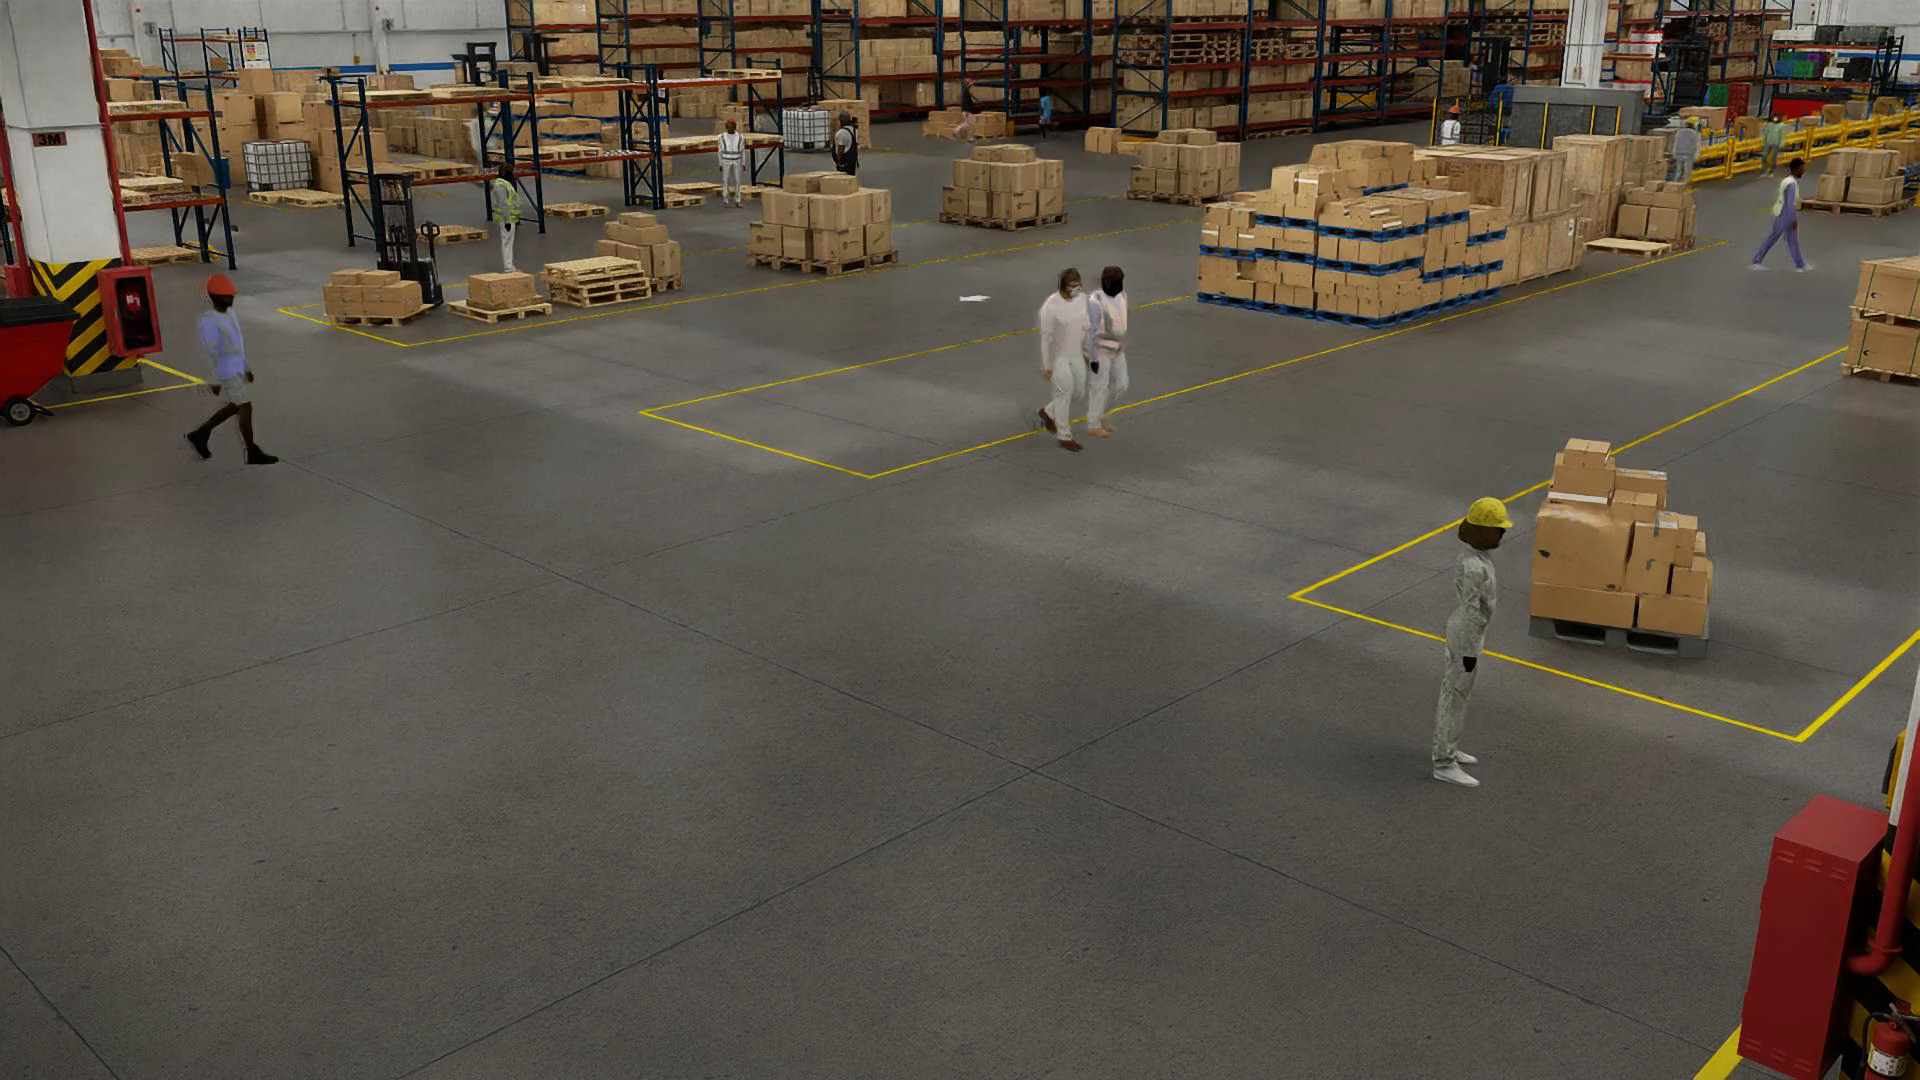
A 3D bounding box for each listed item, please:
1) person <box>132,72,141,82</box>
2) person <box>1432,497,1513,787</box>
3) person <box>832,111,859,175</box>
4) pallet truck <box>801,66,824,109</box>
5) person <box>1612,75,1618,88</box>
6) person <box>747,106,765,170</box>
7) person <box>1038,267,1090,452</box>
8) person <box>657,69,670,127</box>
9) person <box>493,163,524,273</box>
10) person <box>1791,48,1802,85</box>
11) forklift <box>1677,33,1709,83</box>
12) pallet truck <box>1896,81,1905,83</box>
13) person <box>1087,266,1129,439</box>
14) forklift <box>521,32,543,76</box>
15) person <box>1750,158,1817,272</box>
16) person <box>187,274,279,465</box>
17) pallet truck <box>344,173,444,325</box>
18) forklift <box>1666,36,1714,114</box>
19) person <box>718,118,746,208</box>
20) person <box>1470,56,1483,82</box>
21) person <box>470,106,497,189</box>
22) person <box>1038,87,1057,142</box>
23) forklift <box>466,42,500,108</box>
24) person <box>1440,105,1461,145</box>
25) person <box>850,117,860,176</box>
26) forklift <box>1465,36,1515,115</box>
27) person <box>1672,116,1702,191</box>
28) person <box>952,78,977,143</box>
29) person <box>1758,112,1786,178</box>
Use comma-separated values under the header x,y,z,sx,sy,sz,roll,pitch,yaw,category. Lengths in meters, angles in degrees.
x,y,z,sx,sy,sz,roll,pitch,yaw,category
-27.093,-14.432,54.775,0.554,1.923,0.571,8,20,22,person
3.019,0.580,9.810,0.324,1.743,0.490,5,19,16,person
-2.496,-8.200,35.798,0.538,2.000,0.686,9,21,26,person
-4.812,-15.182,56.903,0.823,1.965,1.885,-9,21,-26,pallet truck
22.643,-15.246,57.583,0.491,1.684,0.540,8,20,22,person
-5.292,-10.419,43.144,0.521,1.624,0.384,13,22,34,person
1.007,-1.851,16.885,0.685,1.903,0.644,-16,24,-40,person
-10.099,-15.017,56.545,0.588,1.911,0.396,13,22,34,person
-7.361,-5.216,27.132,0.429,1.838,0.621,-4,19,-11,person
41.106,-23.227,81.538,0.652,1.749,0.526,-16,24,-39,person
29.243,-18.892,66.702,1.129,2.768,1.873,17,25,41,forklift
34.802,-16.331,61.455,0.653,1.274,1.630,17,25,41,pallet truck
1.521,-1.956,17.329,0.439,1.823,0.663,14,23,36,person
-17.247,-19.051,67.179,1.129,2.768,1.873,17,25,41,forklift
13.735,-5.373,27.559,1.022,1.859,0.614,8,20,23,person
-7.261,-1.672,16.346,0.849,1.910,0.547,-1,18,-2,person
-8.209,-4.181,23.757,0.823,1.965,1.885,3,19,9,pallet truck
27.341,-17.291,61.877,1.129,2.768,1.873,17,25,41,forklift
-4.886,-8.071,35.651,0.572,1.886,0.358,-5,19,-14,person
20.799,-18.597,67.318,0.660,1.912,0.565,-16,24,-40,person
-11.169,-9.201,38.996,0.654,1.925,0.547,-17,25,-41,person
2.644,-13.004,50.840,0.501,1.669,0.585,11,21,29,person
-15.799,-15.111,55.310,1.873,2.768,1.129,17,25,41,forklift
11.466,-9.161,38.857,0.376,1.934,0.550,-10,21,-27,person
-2.323,-8.282,36.317,0.319,1.871,0.542,4,19,13,person
19.973,-17.201,61.605,1.873,2.768,1.129,16,24,40,forklift
16.307,-8.588,37.324,0.425,1.815,0.611,-15,23,-37,person
0.147,-13.078,50.667,0.685,1.940,0.661,0,18,0,person
20.119,-9.788,41.237,0.645,1.607,0.529,-17,25,-41,person
